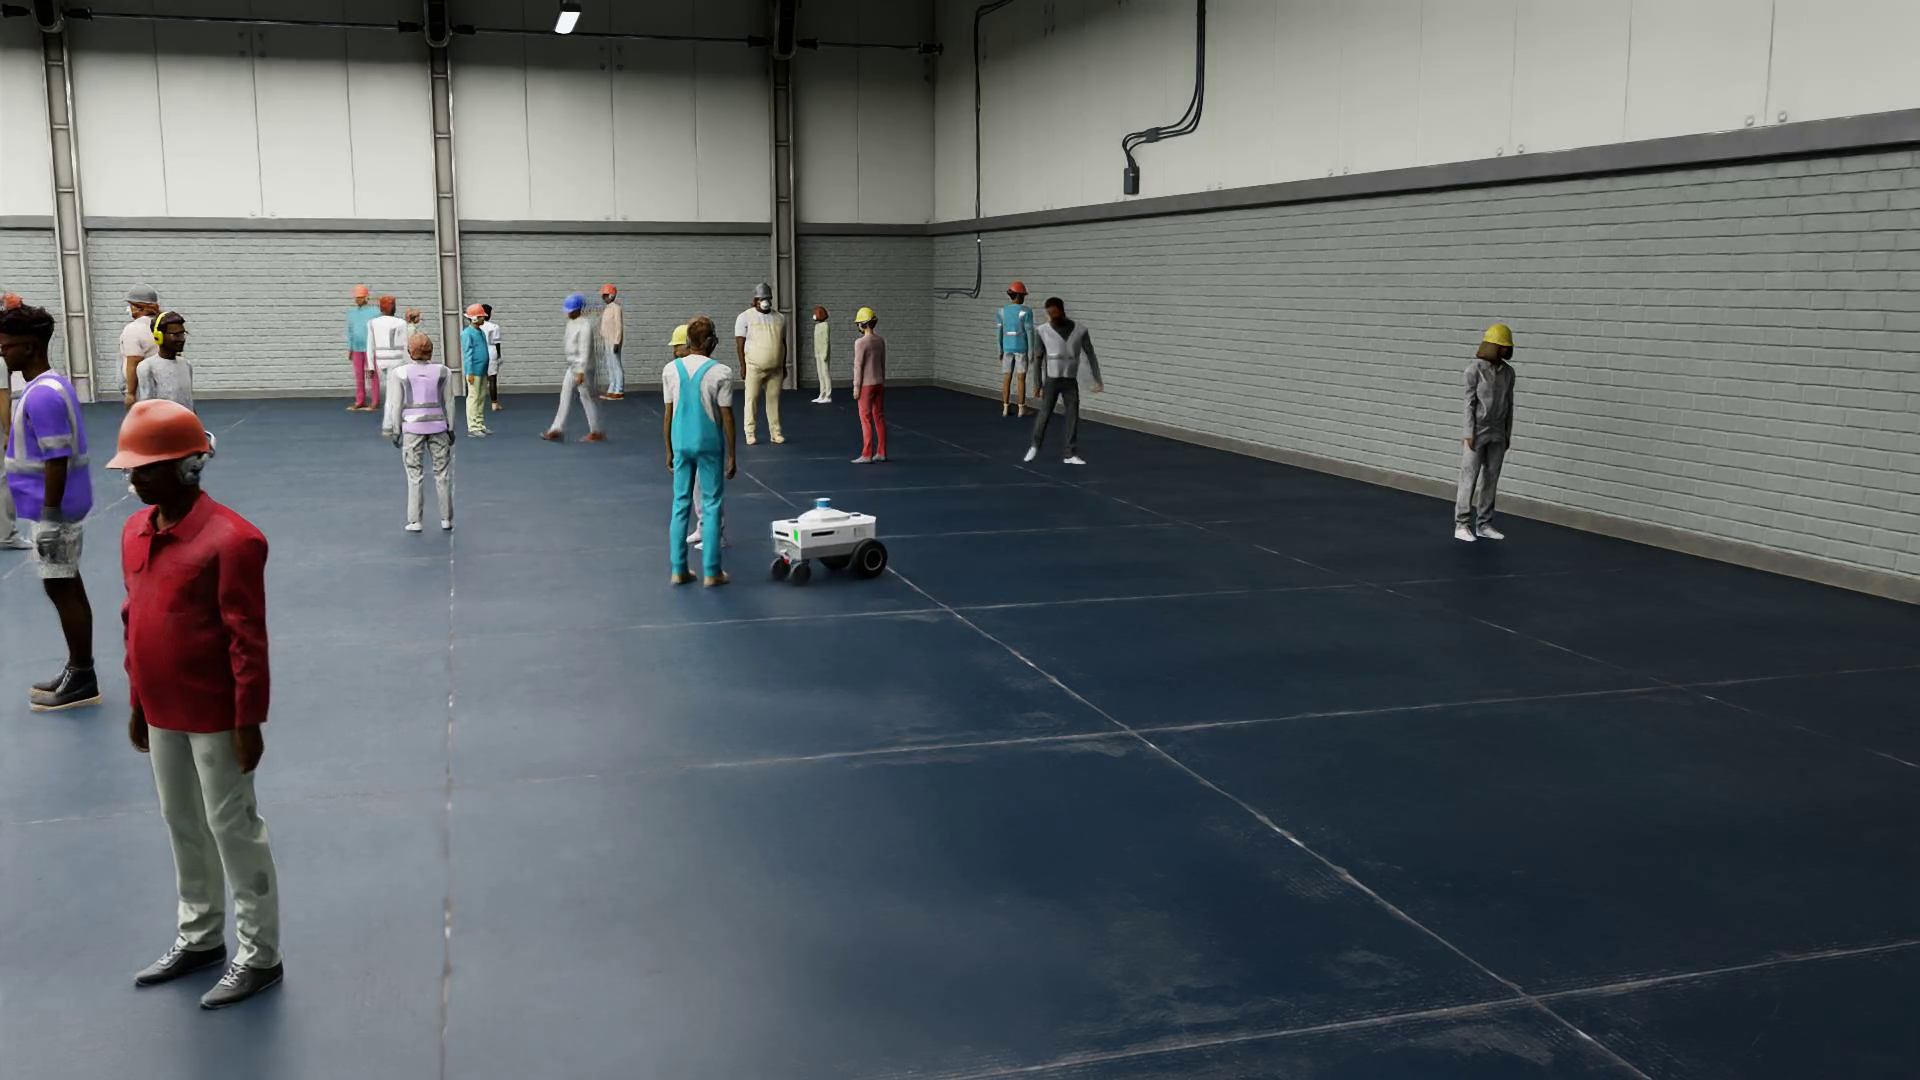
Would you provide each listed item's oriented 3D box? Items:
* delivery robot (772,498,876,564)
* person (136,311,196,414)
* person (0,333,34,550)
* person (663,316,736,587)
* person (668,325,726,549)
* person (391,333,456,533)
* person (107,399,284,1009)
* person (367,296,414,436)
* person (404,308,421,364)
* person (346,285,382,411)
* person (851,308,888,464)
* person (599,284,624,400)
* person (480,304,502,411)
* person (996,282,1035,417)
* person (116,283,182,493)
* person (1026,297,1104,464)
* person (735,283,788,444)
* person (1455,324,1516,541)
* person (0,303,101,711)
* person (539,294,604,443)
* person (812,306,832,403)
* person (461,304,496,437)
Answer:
[{"bbox_3d":[-0.939,-0.047,11.529,0.707,0.478,0.477,-7,11,-37],"label":"delivery robot"},{"bbox_3d":[-5.392,-0.632,11.420,0.332,1.863,0.508,2,9,13],"label":"person"},{"bbox_3d":[-7.375,-0.841,12.802,0.391,1.841,0.564,-6,11,-34],"label":"person"},{"bbox_3d":[-1.751,-0.589,11.235,0.517,1.834,0.358,2,9,13],"label":"person"},{"bbox_3d":[-2.061,-0.798,12.898,0.377,1.730,0.498,-5,10,-28],"label":"person"},{"bbox_3d":[-4.408,-0.879,13.691,0.523,1.639,0.306,-5,10,-30],"label":"person"},{"bbox_3d":[-2.220,0.466,4.784,0.573,1.743,0.352,5,10,30],"label":"person"},{"bbox_3d":[-7.556,-2.336,22.301,0.584,1.854,0.802,3,9,19],"label":"person"},{"bbox_3d":[-8.290,-2.695,25.270,0.307,1.643,0.514,-4,10,-22],"label":"person"},{"bbox_3d":[-9.449,-3.026,26.329,0.669,1.984,0.386,3,9,18],"label":"person"},{"bbox_3d":[-1.038,-1.739,18.801,0.334,1.760,0.527,6,11,33],"label":"person"},{"bbox_3d":[-6.022,-3.416,28.744,0.379,1.996,0.608,-5,10,-31],"label":"person"},{"bbox_3d":[-7.509,-2.885,26.335,0.535,1.690,0.320,2,9,12],"label":"person"},{"bbox_3d":[0.856,-2.877,25.164,0.615,2.040,0.369,5,10,29],"label":"person"},{"bbox_3d":[-7.967,-1.484,16.275,0.539,2.000,0.688,2,9,12],"label":"person"},{"bbox_3d":[1.169,-1.806,18.820,0.788,1.896,0.647,-2,9,-15],"label":"person"},{"bbox_3d":[-2.464,-2.229,21.030,0.684,2.000,0.538,-5,10,-28],"label":"person"},{"bbox_3d":[4.200,-0.844,13.204,0.481,1.729,0.374,-4,10,-22],"label":"person"},{"bbox_3d":[-4.414,-0.160,8.069,0.368,1.962,0.612,-4,10,-24],"label":"person"},{"bbox_3d":[-4.904,-2.140,20.949,0.888,1.887,0.667,-6,11,-35],"label":"person"},{"bbox_3d":[-2.332,-3.125,28.062,0.284,1.626,0.502,-5,10,-27],"label":"person"},{"bbox_3d":[-6.390,-2.249,22.065,0.332,1.750,0.573,1,9,7],"label":"person"}]
